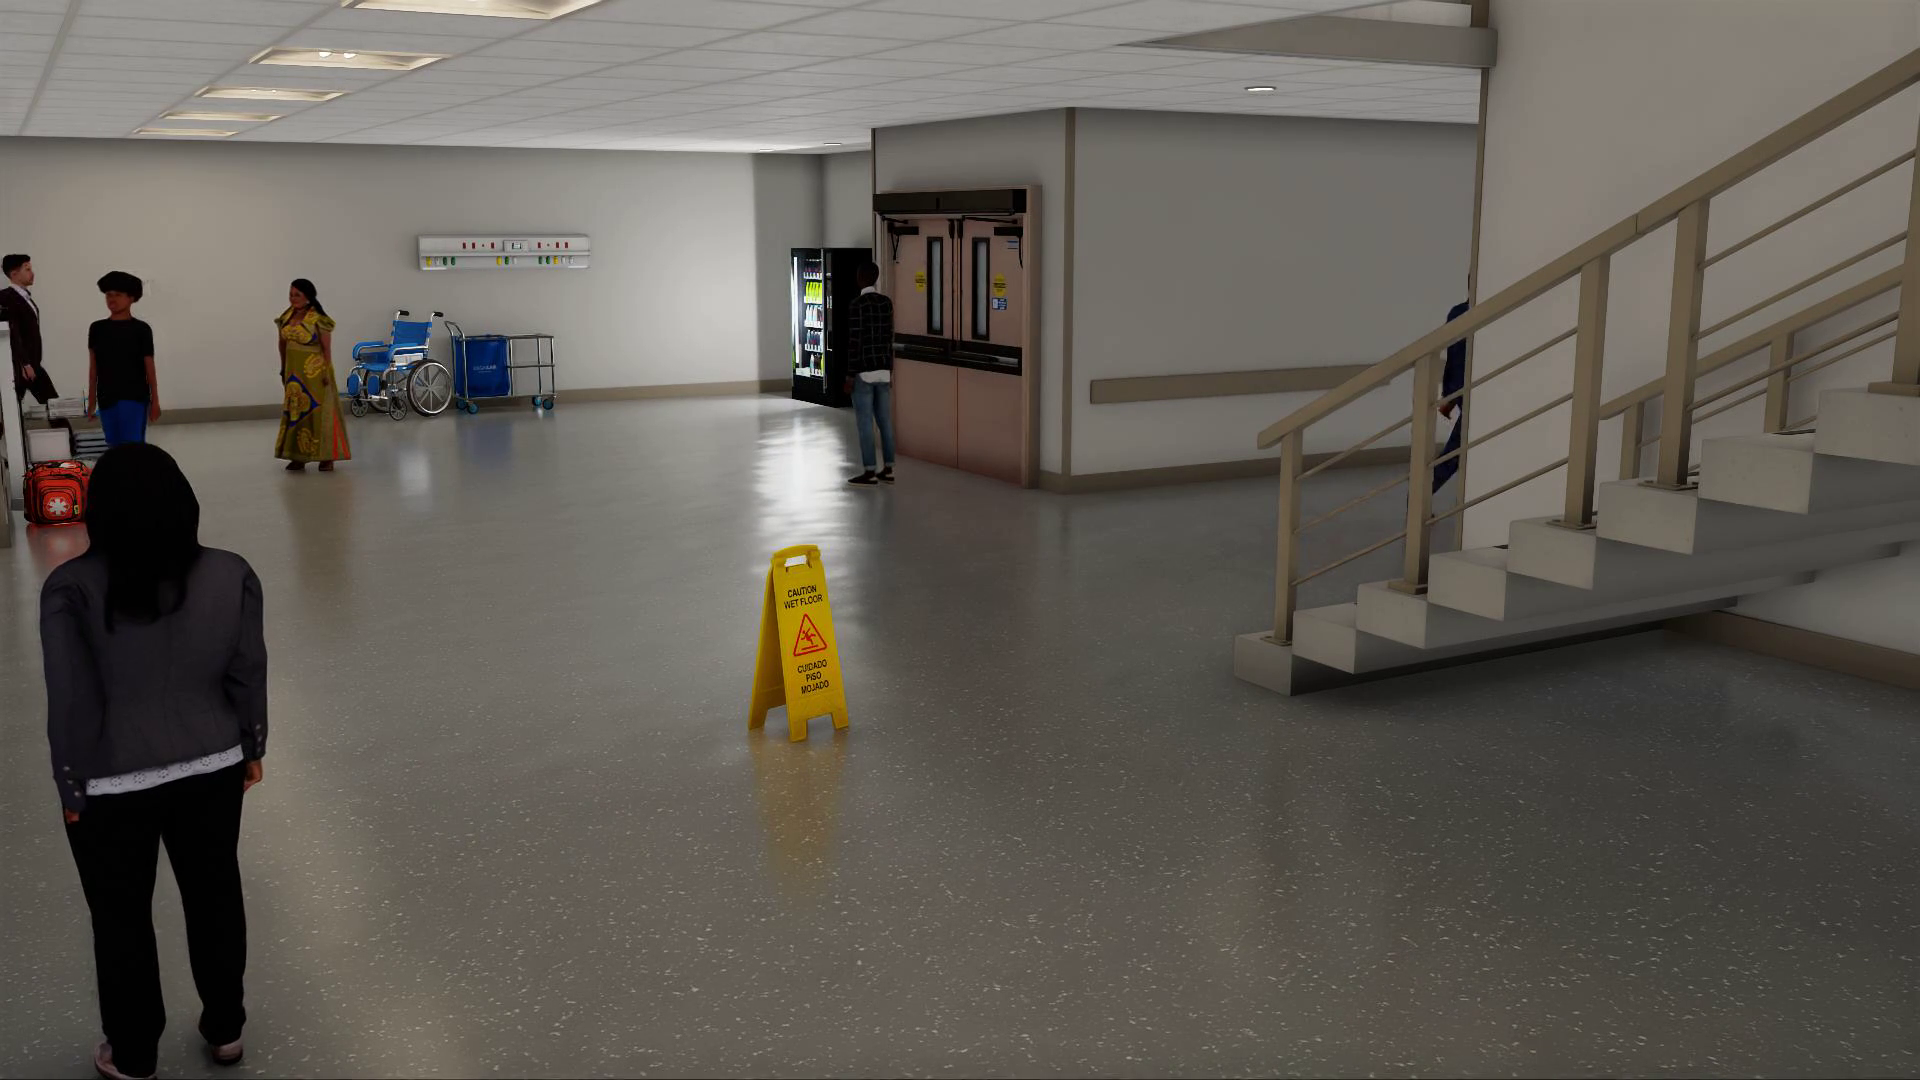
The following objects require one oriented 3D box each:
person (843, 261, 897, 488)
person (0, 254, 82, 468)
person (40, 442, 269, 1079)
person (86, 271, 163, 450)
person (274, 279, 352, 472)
[{"bbox_3d":[-0.724,-1.357,13.575,0.656,1.819,0.732,10,14,41],"label":"person"},{"bbox_3d":[-8.171,-1.495,14.319,1.057,1.812,1.255,-2,11,-10],"label":"person"},{"bbox_3d":[-1.979,0.553,4.096,0.734,1.599,0.734,-10,15,-43],"label":"person"},{"bbox_3d":[-5.873,-0.988,11.756,0.994,1.771,1.198,0,11,3],"label":"person"},{"bbox_3d":[-5.656,-1.437,14.420,1.006,1.660,1.041,2,11,9],"label":"person"}]
